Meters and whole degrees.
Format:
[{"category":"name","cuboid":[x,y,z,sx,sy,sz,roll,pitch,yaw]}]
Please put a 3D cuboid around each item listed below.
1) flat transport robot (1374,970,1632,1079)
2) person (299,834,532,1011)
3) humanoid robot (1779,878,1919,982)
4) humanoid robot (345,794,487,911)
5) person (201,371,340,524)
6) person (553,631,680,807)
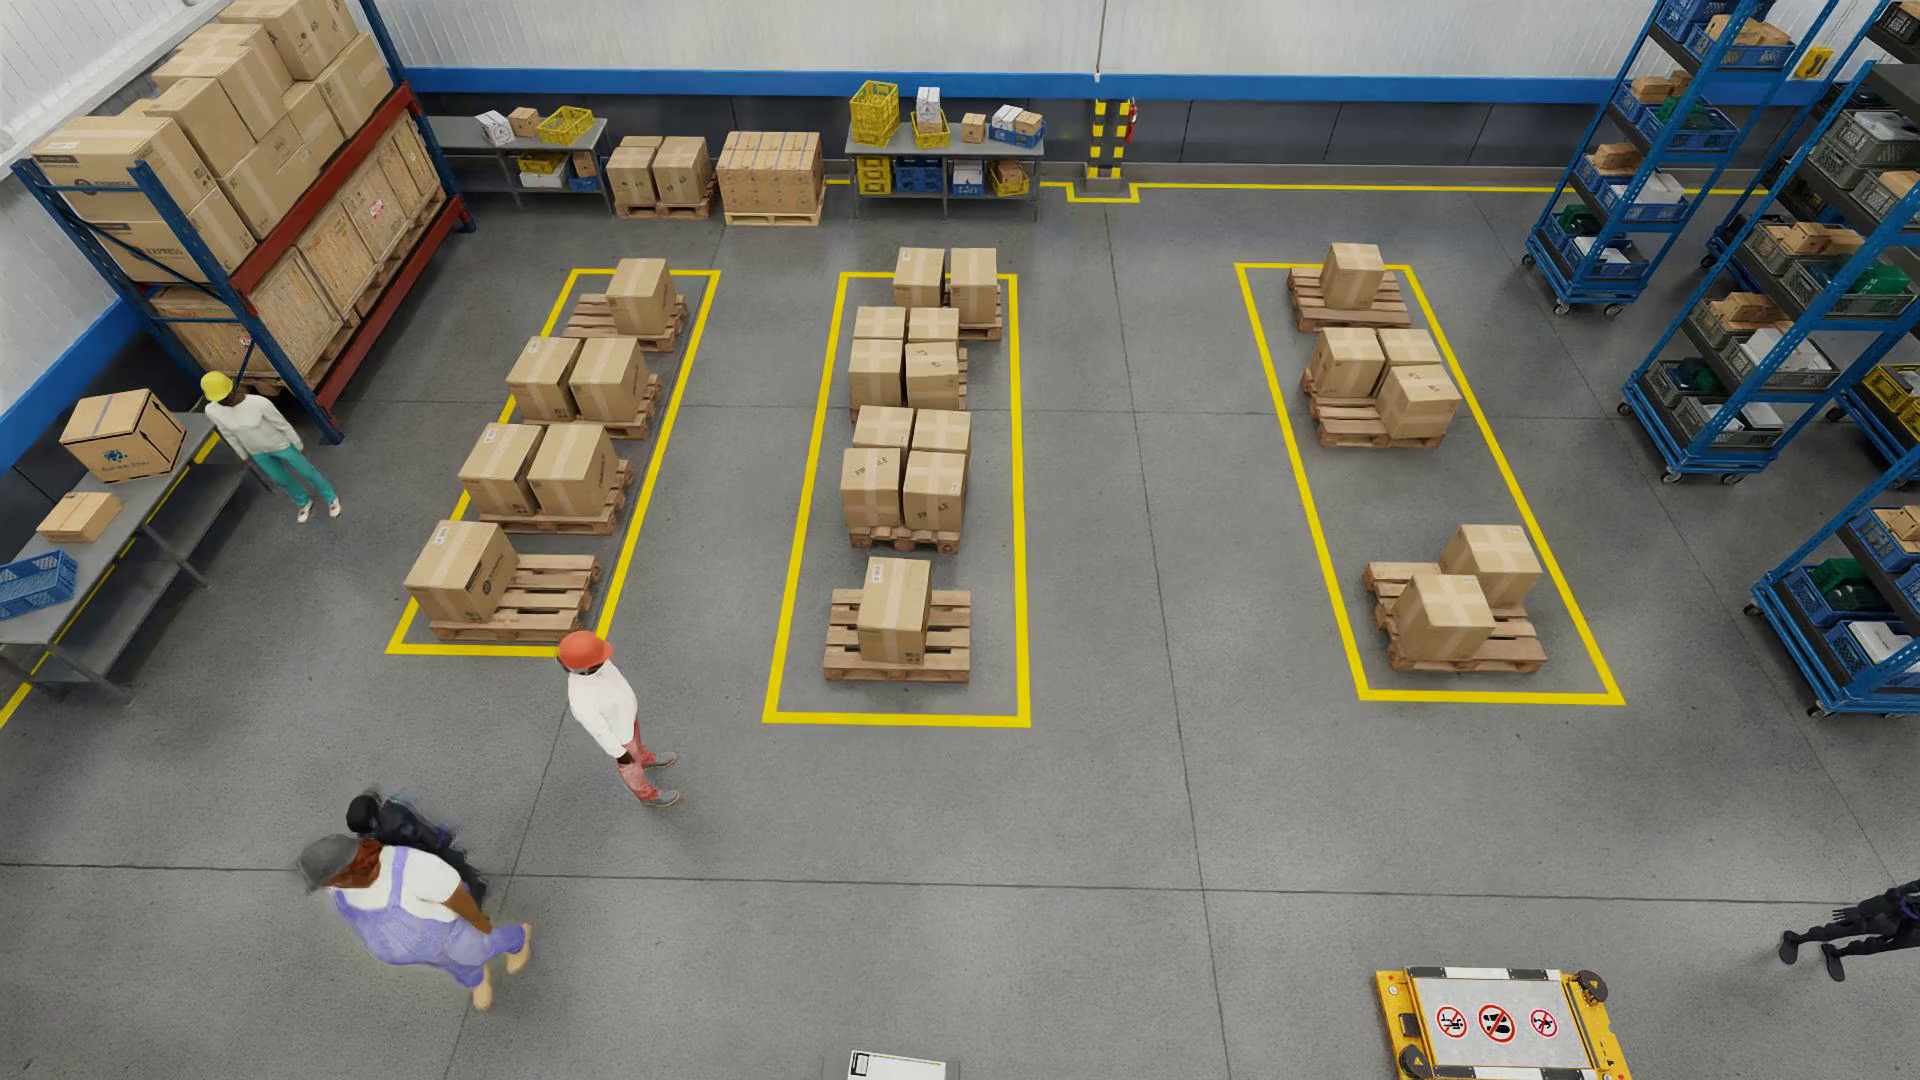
[{"category":"flat transport robot","cuboid":[3.501,3.133,5.914,1.431,0.197,0.652,1,51,1]},{"category":"person","cuboid":[-3.226,2.282,5.484,0.723,2.000,0.557,0,51,0]},{"category":"humanoid robot","cuboid":[5.860,2.362,5.643,0.612,1.657,0.317,19,53,15]},{"category":"humanoid robot","cuboid":[-3.487,2.053,5.902,0.684,1.646,0.383,13,52,10]},{"category":"person","cuboid":[-6.162,-0.818,8.191,0.528,1.760,0.336,-11,52,-8]},{"category":"person","cuboid":[-2.369,1.247,6.357,0.376,1.994,0.609,-11,52,-9]}]
